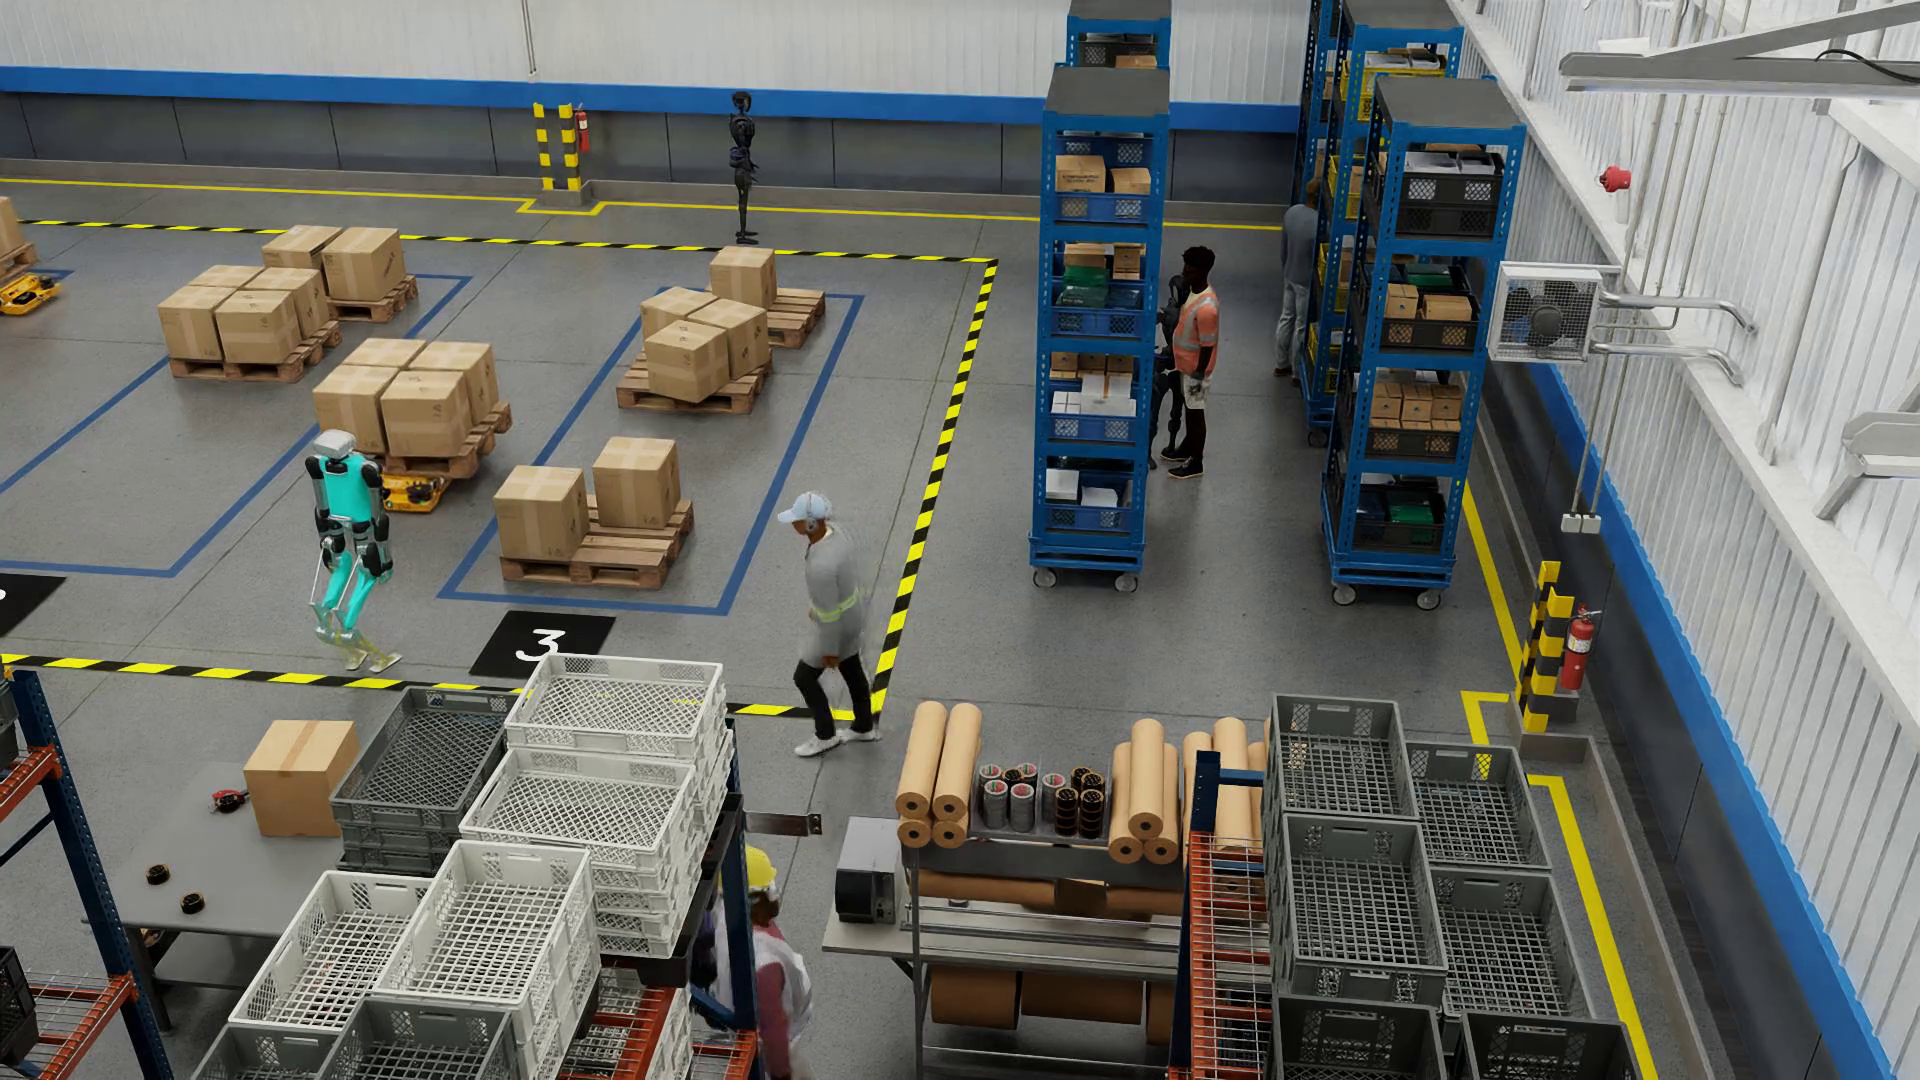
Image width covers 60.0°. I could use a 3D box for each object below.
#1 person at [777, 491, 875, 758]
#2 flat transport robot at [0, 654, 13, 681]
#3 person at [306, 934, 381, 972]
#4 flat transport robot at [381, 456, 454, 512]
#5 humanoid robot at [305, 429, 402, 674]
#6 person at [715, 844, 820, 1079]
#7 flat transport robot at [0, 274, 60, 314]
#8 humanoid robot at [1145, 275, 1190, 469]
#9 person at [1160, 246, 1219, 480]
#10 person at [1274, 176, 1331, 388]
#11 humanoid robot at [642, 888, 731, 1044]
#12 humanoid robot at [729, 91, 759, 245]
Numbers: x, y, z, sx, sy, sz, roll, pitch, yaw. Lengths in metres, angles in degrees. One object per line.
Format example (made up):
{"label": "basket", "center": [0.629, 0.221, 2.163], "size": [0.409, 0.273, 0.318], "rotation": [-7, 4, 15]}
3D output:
{"label": "person", "center": [-0.831, 0.518, 10.241], "size": [0.635, 1.822, 0.601], "rotation": [3, 30, 5]}
{"label": "flat transport robot", "center": [-7.142, 0.969, 11.010], "size": [1.431, 0.231, 0.659], "rotation": [3, 30, 6]}
{"label": "person", "center": [-2.522, 2.297, 7.233], "size": [0.991, 1.767, 0.697], "rotation": [-19, 35, -29]}
{"label": "flat transport robot", "center": [-4.457, -0.671, 13.799], "size": [0.652, 0.197, 1.431], "rotation": [3, 30, 6]}
{"label": "humanoid robot", "center": [-4.035, 0.160, 10.805], "size": [0.533, 1.677, 0.735], "rotation": [9, 31, 15]}
{"label": "person", "center": [-0.835, 2.163, 7.451], "size": [0.452, 1.778, 0.618], "rotation": [-9, 31, -15]}
{"label": "flat transport robot", "center": [-10.092, -2.553, 17.031], "size": [1.431, 0.197, 0.652], "rotation": [3, 30, 6]}
{"label": "humanoid robot", "center": [1.746, -1.389, 13.644], "size": [0.599, 1.657, 0.315], "rotation": [-13, 33, -21]}
{"label": "person", "center": [1.884, -1.440, 13.460], "size": [0.362, 1.965, 0.611], "rotation": [-1, 30, -2]}
{"label": "person", "center": [3.109, -2.333, 15.024], "size": [0.378, 1.937, 0.628], "rotation": [-12, 32, -20]}
{"label": "humanoid robot", "center": [-1.354, 1.935, 7.986], "size": [0.663, 1.632, 0.589], "rotation": [-16, 34, -26]}
{"label": "humanoid robot", "center": [-2.378, -4.123, 18.342], "size": [0.315, 1.655, 0.599], "rotation": [-2, 30, -4]}
